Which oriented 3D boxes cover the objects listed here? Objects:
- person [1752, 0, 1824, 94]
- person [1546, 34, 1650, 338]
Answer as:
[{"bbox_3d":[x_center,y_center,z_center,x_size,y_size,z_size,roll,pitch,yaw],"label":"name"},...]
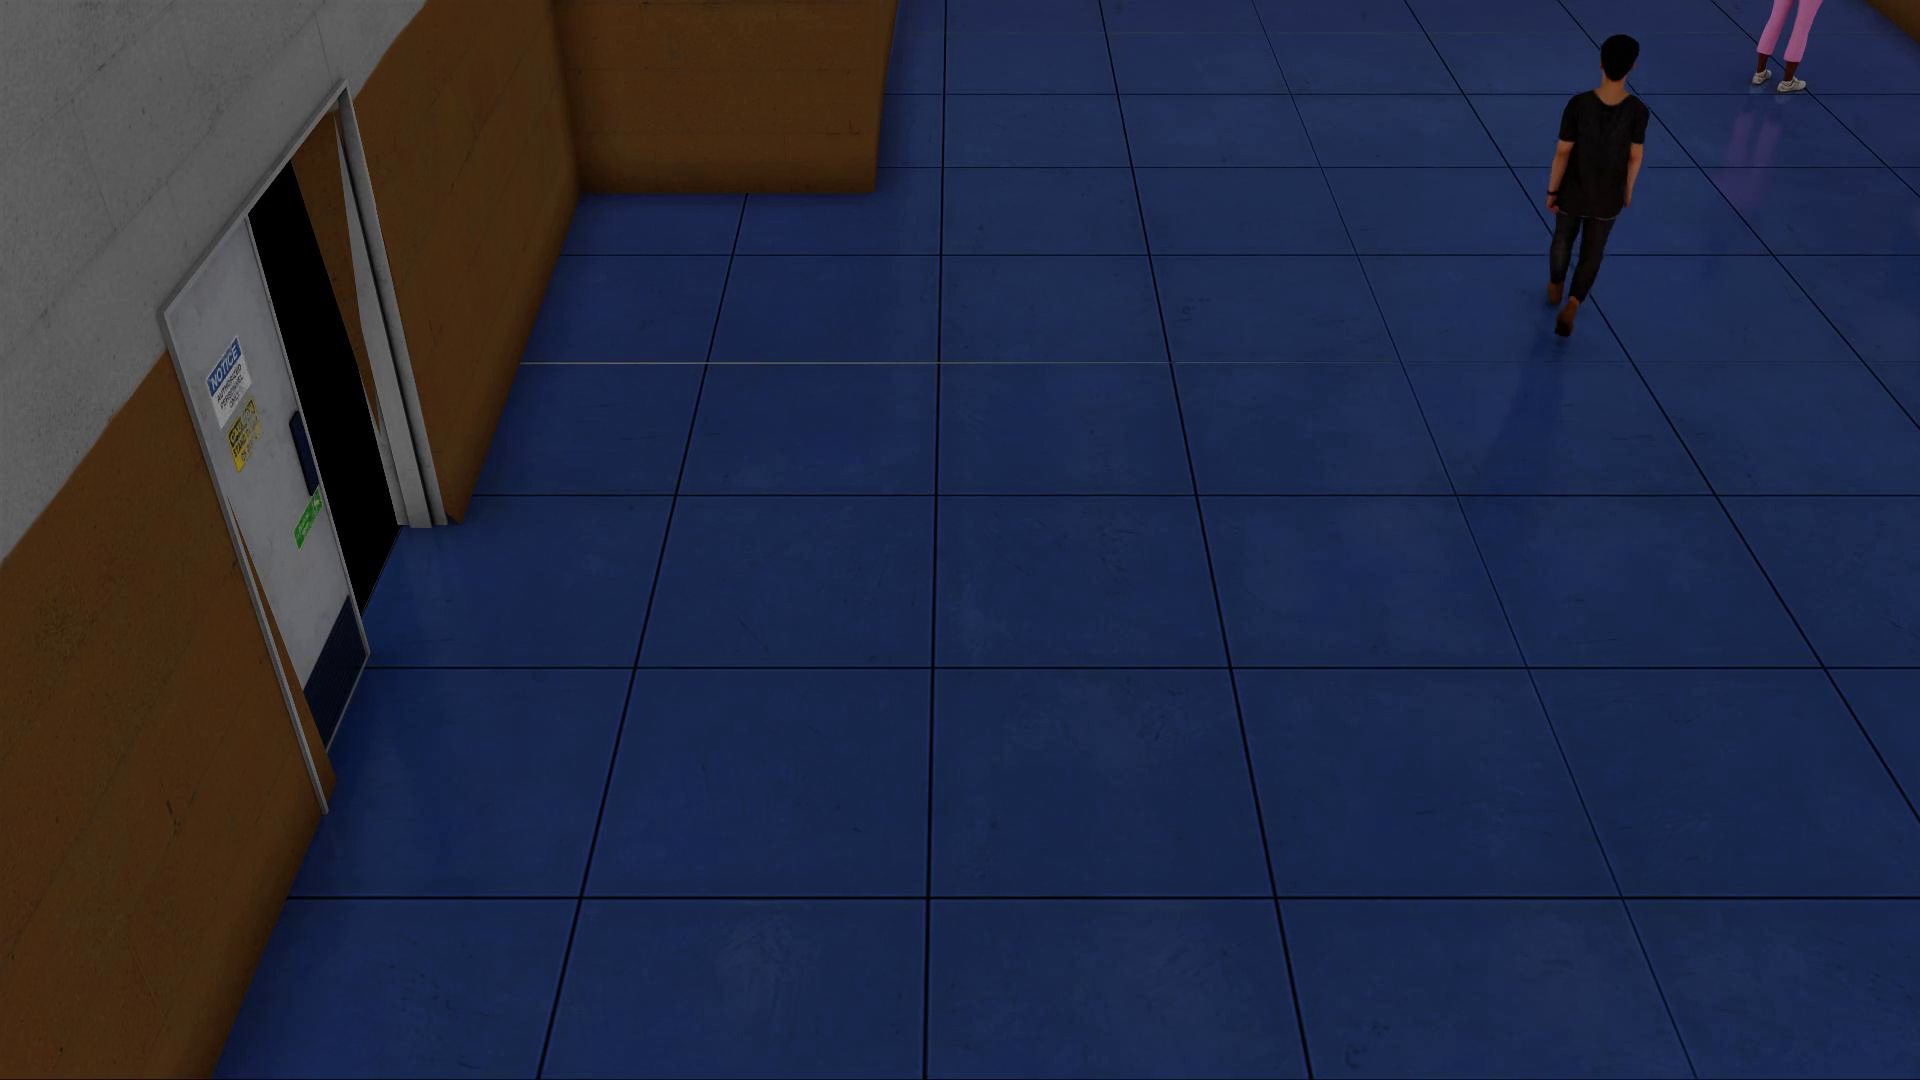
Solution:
[{"bbox_3d":[6.306,-4.231,12.398,0.694,1.741,0.656,-25,44,-30],"label":"person"},{"bbox_3d":[3.577,-1.971,9.427,1.068,1.693,0.979,17,40,22],"label":"person"}]
